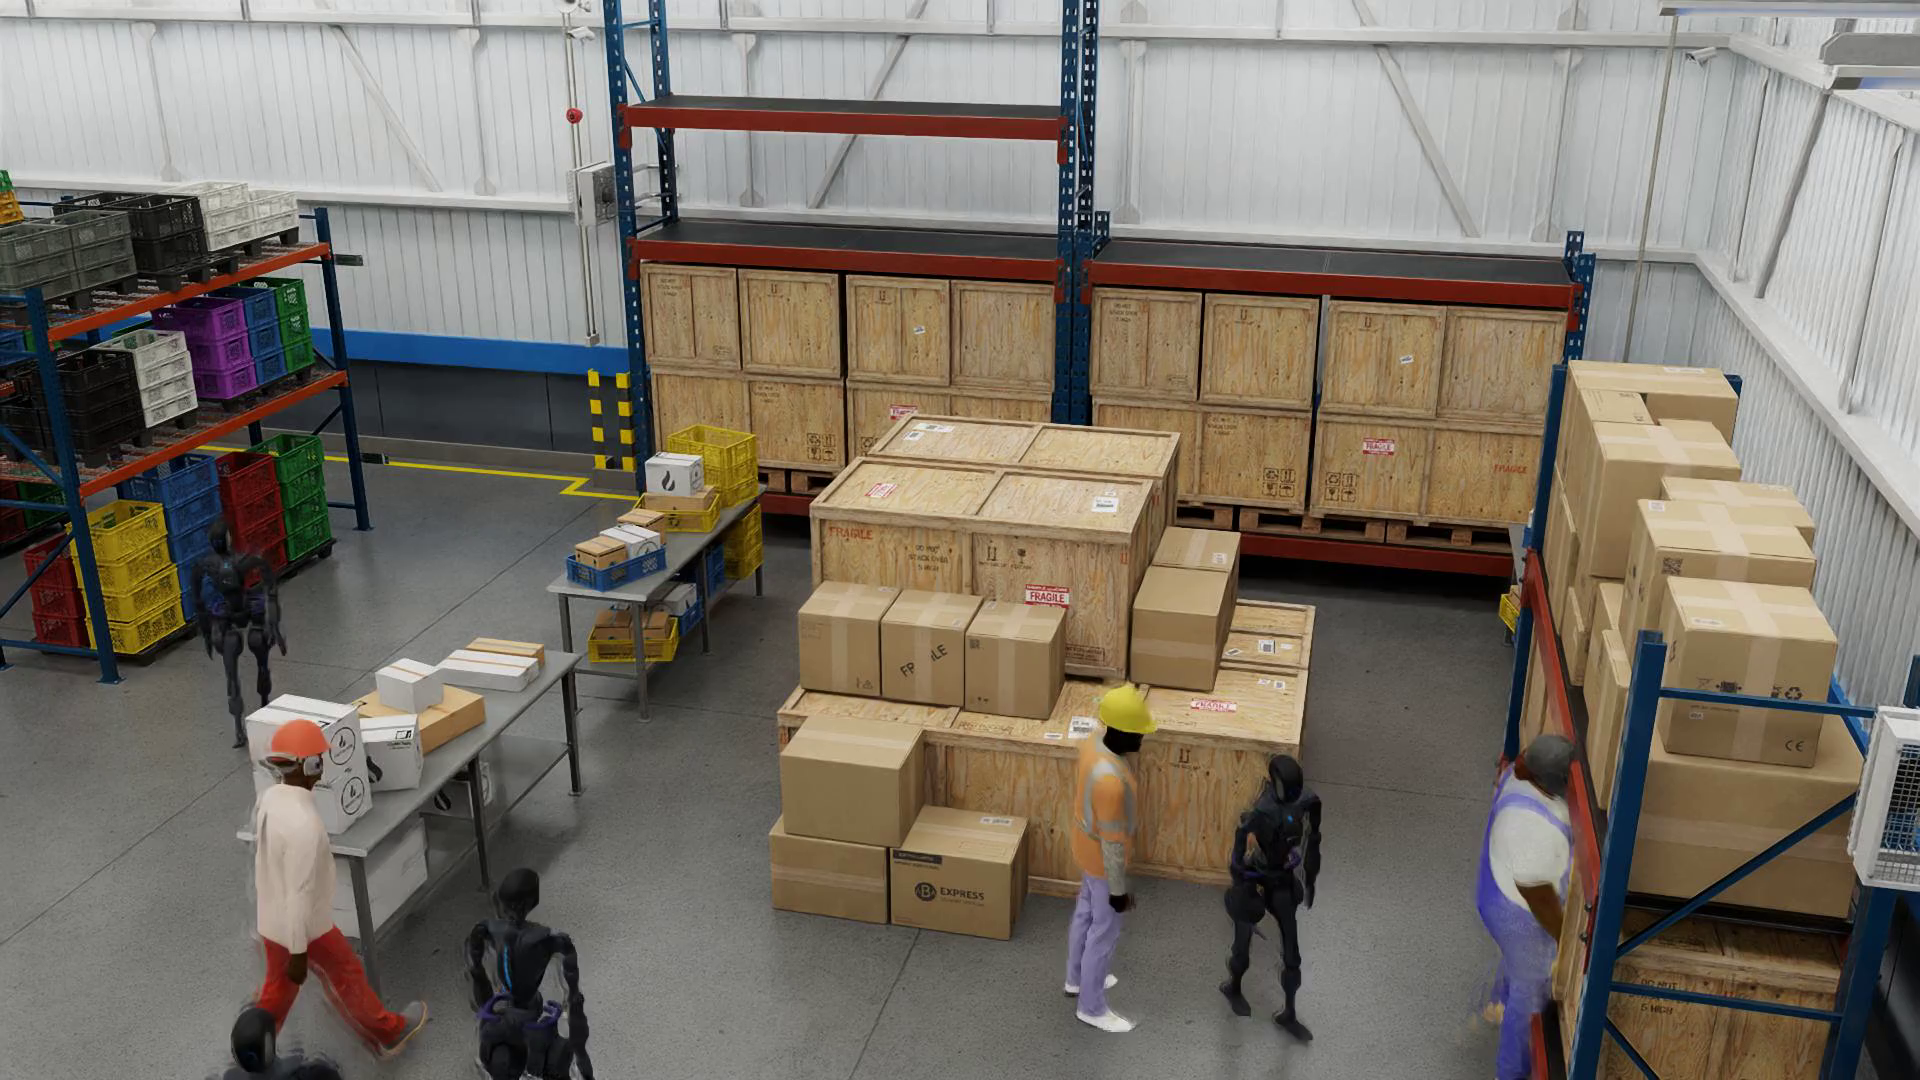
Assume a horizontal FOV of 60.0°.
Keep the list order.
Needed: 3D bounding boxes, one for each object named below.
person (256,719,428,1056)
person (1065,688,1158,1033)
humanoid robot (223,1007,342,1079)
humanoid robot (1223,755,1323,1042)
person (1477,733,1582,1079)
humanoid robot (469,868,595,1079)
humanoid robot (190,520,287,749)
[{"bbox_3d":[-3.136,1.809,8.004,1.009,1.911,0.668,-18,27,-38],"label":"person"},{"bbox_3d":[0.762,1.615,8.539,0.429,1.907,0.609,-1,21,-2],"label":"person"},{"bbox_3d":[-2.654,2.511,6.549,0.614,1.628,0.759,-6,22,-15],"label":"humanoid robot"},{"bbox_3d":[1.575,1.778,8.455,0.581,1.622,0.652,-7,22,-18],"label":"humanoid robot"},{"bbox_3d":[2.785,1.721,8.063,0.543,2.000,0.808,5,21,13],"label":"person"},{"bbox_3d":[-1.920,2.194,7.410,0.611,1.630,0.770,4,21,10],"label":"humanoid robot"},{"bbox_3d":[-4.967,0.627,11.505,0.548,1.614,0.796,-8,22,-19],"label":"humanoid robot"}]
